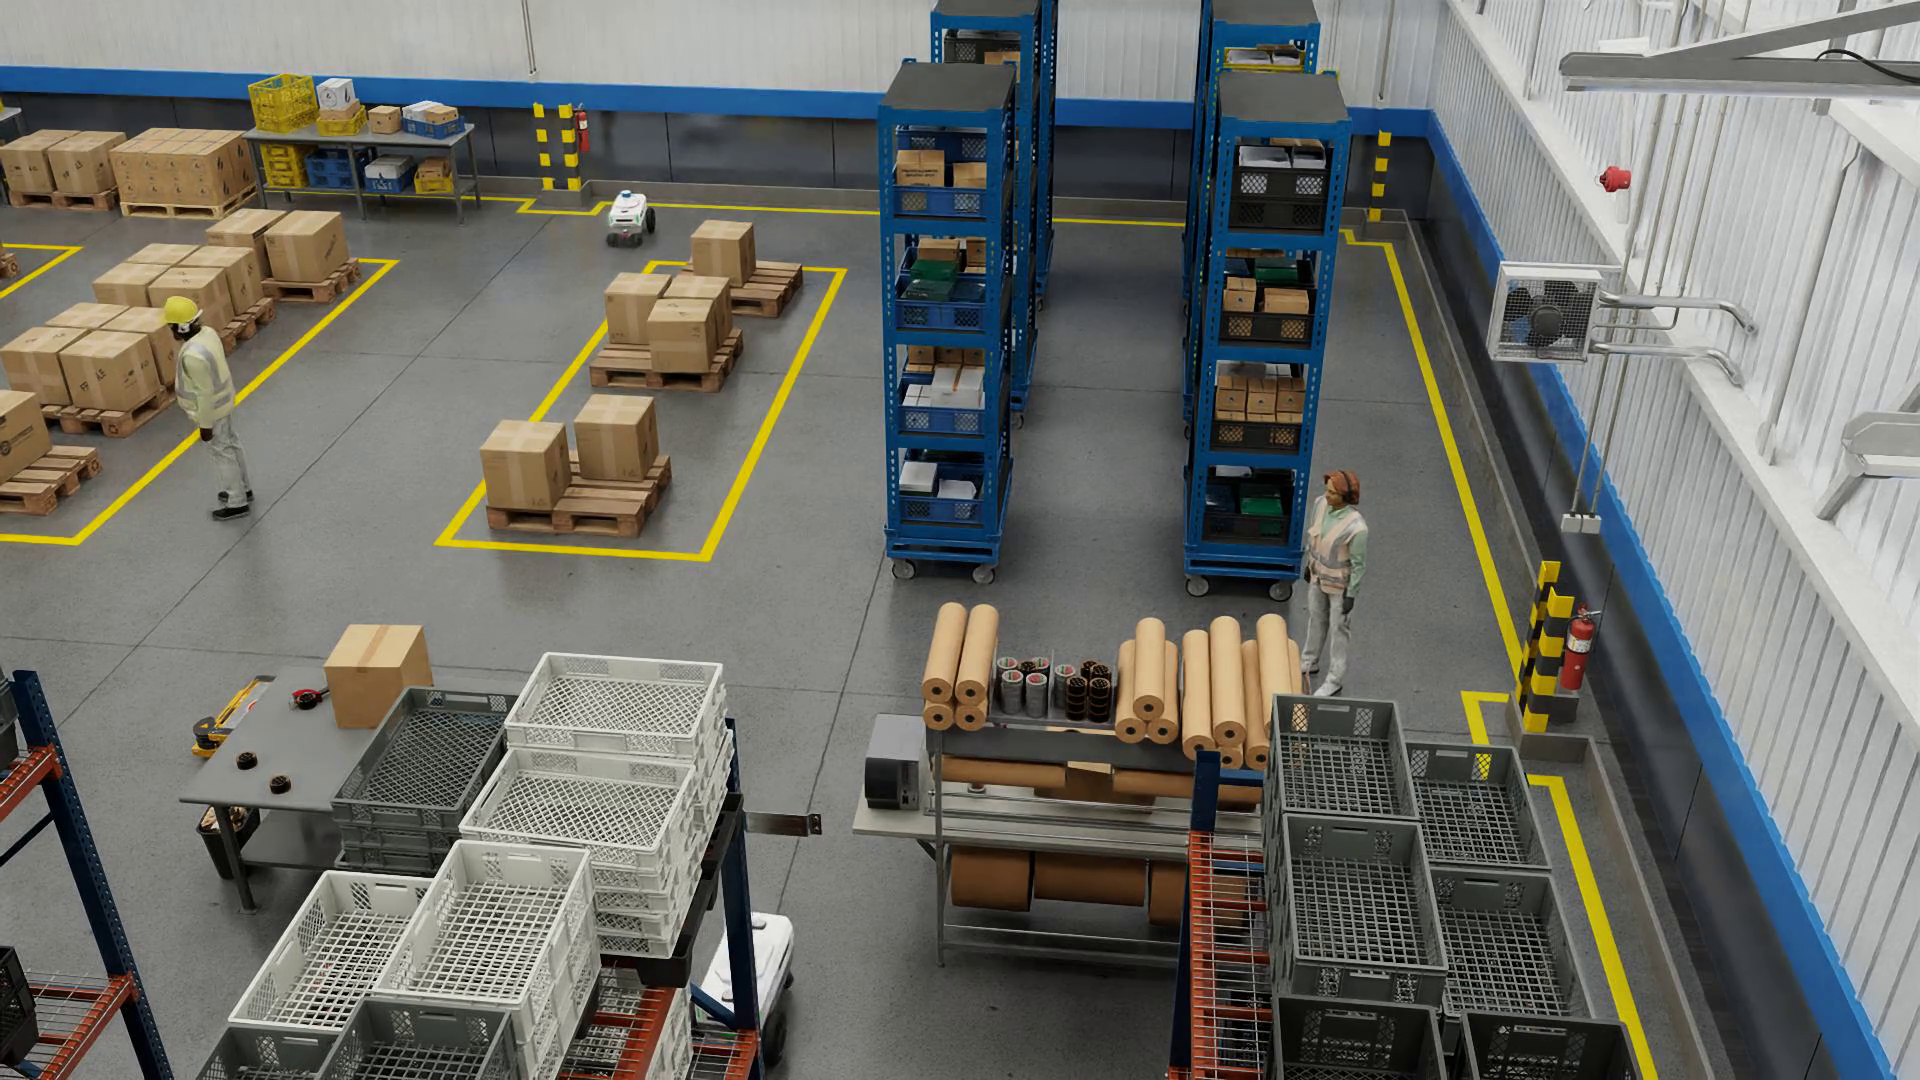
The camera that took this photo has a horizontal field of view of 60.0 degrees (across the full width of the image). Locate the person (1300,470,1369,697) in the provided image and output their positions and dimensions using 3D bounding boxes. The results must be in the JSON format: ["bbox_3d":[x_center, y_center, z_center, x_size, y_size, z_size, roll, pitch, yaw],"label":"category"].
[{"bbox_3d":[2.420,0.273,10.822,0.315,1.641,0.515,-13,33,-22],"label":"person"}]

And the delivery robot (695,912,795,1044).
[{"bbox_3d":[-1.090,2.212,8.477,0.477,0.478,0.707,5,31,9],"label":"delivery robot"}]

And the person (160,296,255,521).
[{"bbox_3d":[-5.816,-1.029,12.876,0.404,1.827,0.600,-6,31,-10],"label":"person"}]

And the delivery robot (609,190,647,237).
[{"bbox_3d":[-3.703,-3.653,18.550,0.477,0.478,0.707,-1,30,-3],"label":"delivery robot"}]
